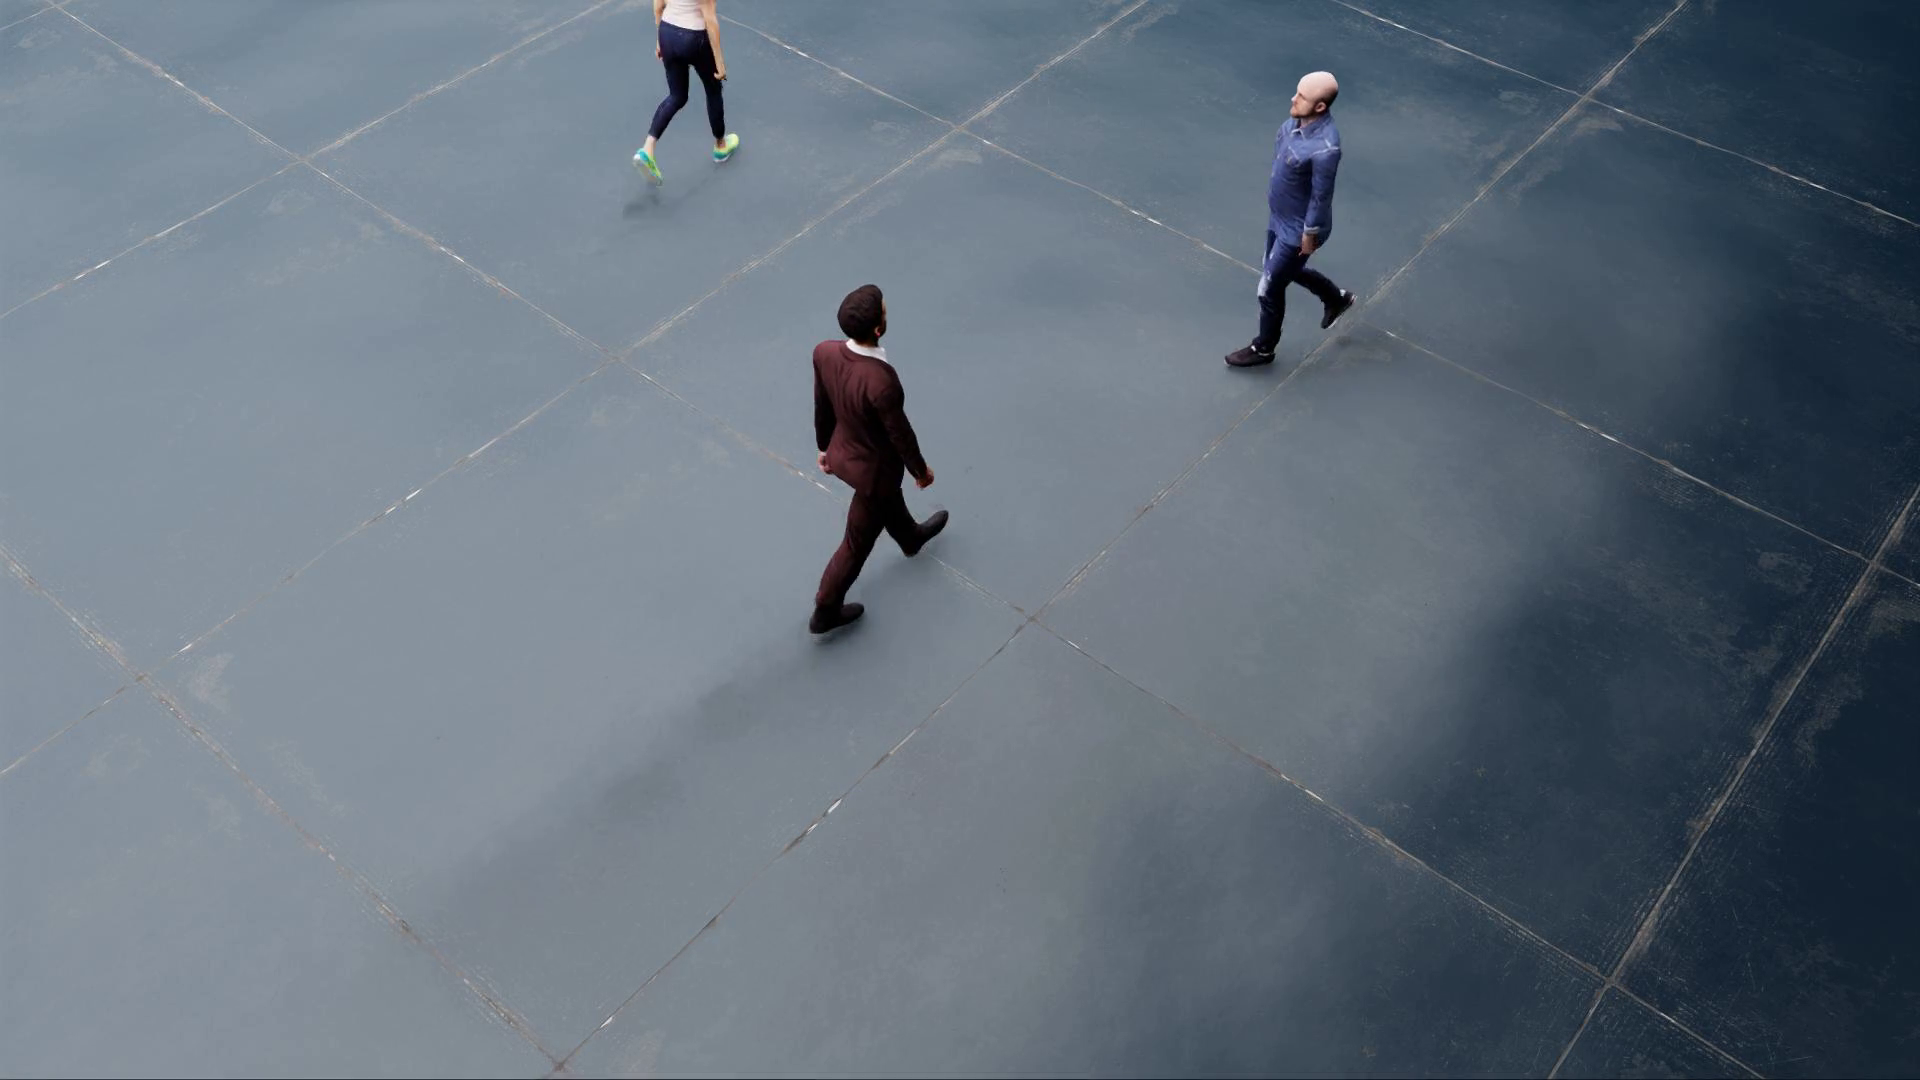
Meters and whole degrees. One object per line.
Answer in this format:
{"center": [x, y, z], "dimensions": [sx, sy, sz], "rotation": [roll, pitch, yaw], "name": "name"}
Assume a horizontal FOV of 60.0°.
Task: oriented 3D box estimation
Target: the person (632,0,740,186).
{"center": [-1.700, -2.894, 9.982], "dimensions": [0.776, 1.673, 1.107], "rotation": [25, 52, 21], "name": "person"}

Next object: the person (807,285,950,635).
{"center": [-0.473, -0.293, 7.476], "dimensions": [1.264, 1.823, 0.823], "rotation": [-32, 55, -26], "name": "person"}

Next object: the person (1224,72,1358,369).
{"center": [1.830, -1.676, 8.764], "dimensions": [1.115, 1.809, 1.056], "rotation": [-4, 47, -4], "name": "person"}
